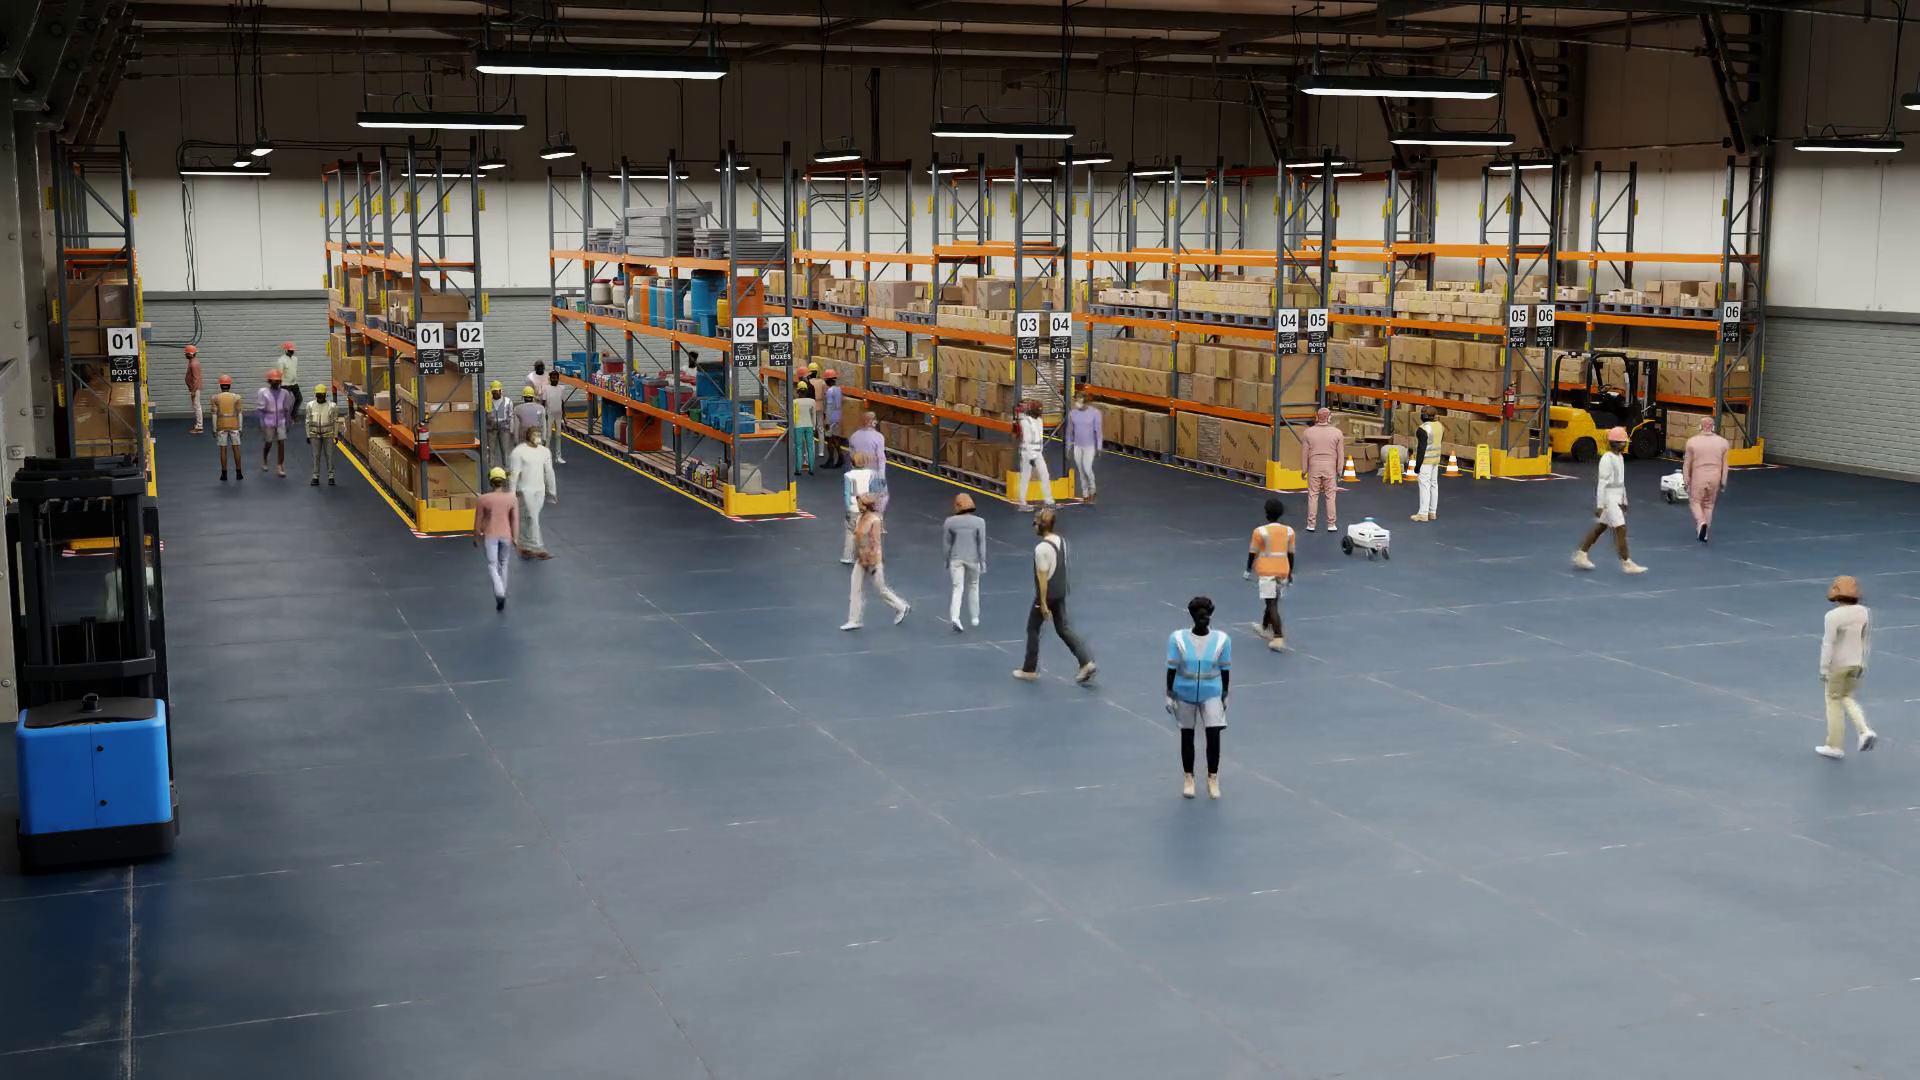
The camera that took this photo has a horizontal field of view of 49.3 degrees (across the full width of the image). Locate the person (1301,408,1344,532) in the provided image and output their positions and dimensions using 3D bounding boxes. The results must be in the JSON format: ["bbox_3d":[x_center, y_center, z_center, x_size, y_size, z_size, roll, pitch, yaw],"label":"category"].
[{"bbox_3d":[5.561,-1.078,32.141,0.653,1.906,0.408,1,9,9],"label":"person"}]

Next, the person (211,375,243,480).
[{"bbox_3d":[-13.553,-2.083,38.733,0.547,1.938,0.377,-3,9,-21],"label":"person"}]

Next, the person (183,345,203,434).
[{"bbox_3d":[-17.366,-3.420,47.458,0.378,1.996,0.611,-3,9,-20],"label":"person"}]

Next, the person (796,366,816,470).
[{"bbox_3d":[-2.962,-2.348,40.317,0.379,1.994,0.611,1,9,7],"label":"person"}]

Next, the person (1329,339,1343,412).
[{"bbox_3d":[9.186,-3.978,51.405,0.550,1.925,0.384,-2,9,-13],"label":"person"}]

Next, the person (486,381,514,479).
[{"bbox_3d":[-8.564,-2.039,38.789,0.600,1.831,0.404,-1,9,-10],"label":"person"}]

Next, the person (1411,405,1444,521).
[{"bbox_3d":[7.434,-1.231,33.380,0.429,1.844,0.627,8,11,42],"label":"person"}]

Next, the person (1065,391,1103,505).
[{"bbox_3d":[2.063,-1.538,35.174,0.646,1.913,0.451,5,10,32],"label":"person"}]

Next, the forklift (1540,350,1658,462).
[{"bbox_3d":[12.897,-2.725,42.309,2.313,2.155,1.214,-3,9,-21],"label":"forklift"}]

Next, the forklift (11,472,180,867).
[{"bbox_3d":[-6.630,0.886,15.957,1.129,2.768,1.873,-3,9,-21],"label":"forklift"}]

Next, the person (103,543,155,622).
[{"bbox_3d":[-8.115,0.810,20.528,0.536,1.609,0.447,-6,11,-36],"label":"person"}]

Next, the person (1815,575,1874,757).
[{"bbox_3d":[7.793,1.121,18.420,0.517,1.611,0.424,-4,9,-25],"label":"person"}]

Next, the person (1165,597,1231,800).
[{"bbox_3d":[1.938,1.295,17.081,0.548,1.683,0.539,1,9,6],"label":"person"}]

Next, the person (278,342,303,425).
[{"bbox_3d":[-15.738,-3.675,49.219,0.564,1.971,0.657,4,9,24],"label":"person"}]

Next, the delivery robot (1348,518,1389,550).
[{"bbox_3d":[5.809,-0.076,29.772,0.477,0.478,0.707,-2,9,-16],"label":"delivery robot"}]

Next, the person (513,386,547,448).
[{"bbox_3d":[-7.663,-1.821,37.332,0.587,1.835,0.404,-3,9,-17],"label":"person"}]

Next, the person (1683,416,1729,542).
[{"bbox_3d":[11.041,-0.888,31.007,0.650,1.875,0.656,1,9,4],"label":"person"}]

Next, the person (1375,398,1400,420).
[{"bbox_3d":[9.380,-3.114,45.926,0.633,1.842,0.429,-3,9,-18],"label":"person"}]

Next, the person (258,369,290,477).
[{"bbox_3d":[-12.888,-2.210,39.309,0.635,2.027,0.725,-6,10,-35],"label":"person"}]

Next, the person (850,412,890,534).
[{"bbox_3d":[-1.324,-0.998,31.647,0.679,1.887,0.540,6,11,37],"label":"person"}]

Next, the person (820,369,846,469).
[{"bbox_3d":[-2.458,-2.338,40.489,0.517,1.927,0.552,3,9,19],"label":"person"}]

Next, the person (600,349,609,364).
[{"bbox_3d":[-8.793,-3.930,52.042,0.310,1.638,0.523,1,9,8],"label":"person"}]

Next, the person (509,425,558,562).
[{"bbox_3d":[-5.903,-0.652,29.313,0.944,1.897,0.657,7,11,41],"label":"person"}]

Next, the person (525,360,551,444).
[{"bbox_3d":[-9.025,-2.972,45.072,0.633,1.816,0.796,-3,9,-18],"label":"person"}]

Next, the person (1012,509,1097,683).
[{"bbox_3d":[0.990,0.579,21.481,0.921,1.810,0.525,6,11,36],"label":"person"}]

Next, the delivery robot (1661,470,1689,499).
[{"bbox_3d":[12.220,-0.953,35.622,0.477,0.478,0.707,-1,8,-4],"label":"delivery robot"}]

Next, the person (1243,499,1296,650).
[{"bbox_3d":[3.442,0.361,23.381,0.536,1.648,0.867,-4,9,-26],"label":"person"}]

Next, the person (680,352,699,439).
[{"bbox_3d":[-5.898,-3.206,46.316,0.605,1.900,0.965,-2,9,-10],"label":"person"}]

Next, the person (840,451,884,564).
[{"bbox_3d":[-1.347,-0.428,28.826,0.525,1.603,0.837,-6,10,-35],"label":"person"}]

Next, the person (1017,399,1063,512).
[{"bbox_3d":[1.302,-1.361,34.227,0.886,1.852,0.580,6,11,36],"label":"person"}]

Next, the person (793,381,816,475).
[{"bbox_3d":[-2.963,-2.111,39.493,0.523,1.769,0.309,-4,9,-24],"label":"person"}]

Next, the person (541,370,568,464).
[{"bbox_3d":[-7.984,-2.422,41.246,0.518,1.865,0.328,-6,10,-35],"label":"person"}]

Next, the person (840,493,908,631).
[{"bbox_3d":[-1.004,0.233,24.385,0.784,1.606,0.514,-6,10,-33],"label":"person"}]

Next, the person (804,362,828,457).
[{"bbox_3d":[-2.962,-2.631,42.427,0.587,1.927,0.363,-3,9,-22],"label":"person"}]

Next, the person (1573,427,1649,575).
[{"bbox_3d":[8.808,-0.549,28.346,1.038,1.996,0.626,5,10,32],"label":"person"}]

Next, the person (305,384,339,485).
[{"bbox_3d":[-11.565,-1.915,37.952,0.586,1.837,0.403,-1,9,-9],"label":"person"}]

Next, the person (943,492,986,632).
[{"bbox_3d":[0.040,0.256,24.315,0.509,1.601,0.791,1,9,9],"label":"person"}]

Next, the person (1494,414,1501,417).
[{"bbox_3d":[11.798,-2.961,45.278,0.497,1.725,0.416,-6,10,-33],"label":"person"}]

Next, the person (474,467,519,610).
[{"bbox_3d":[-5.674,-0.031,25.739,0.529,1.739,0.823,-4,10,-26],"label":"person"}]

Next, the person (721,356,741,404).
[{"bbox_3d":[-5.095,-3.095,45.694,0.560,1.884,1.013,1,9,9],"label":"person"}]
